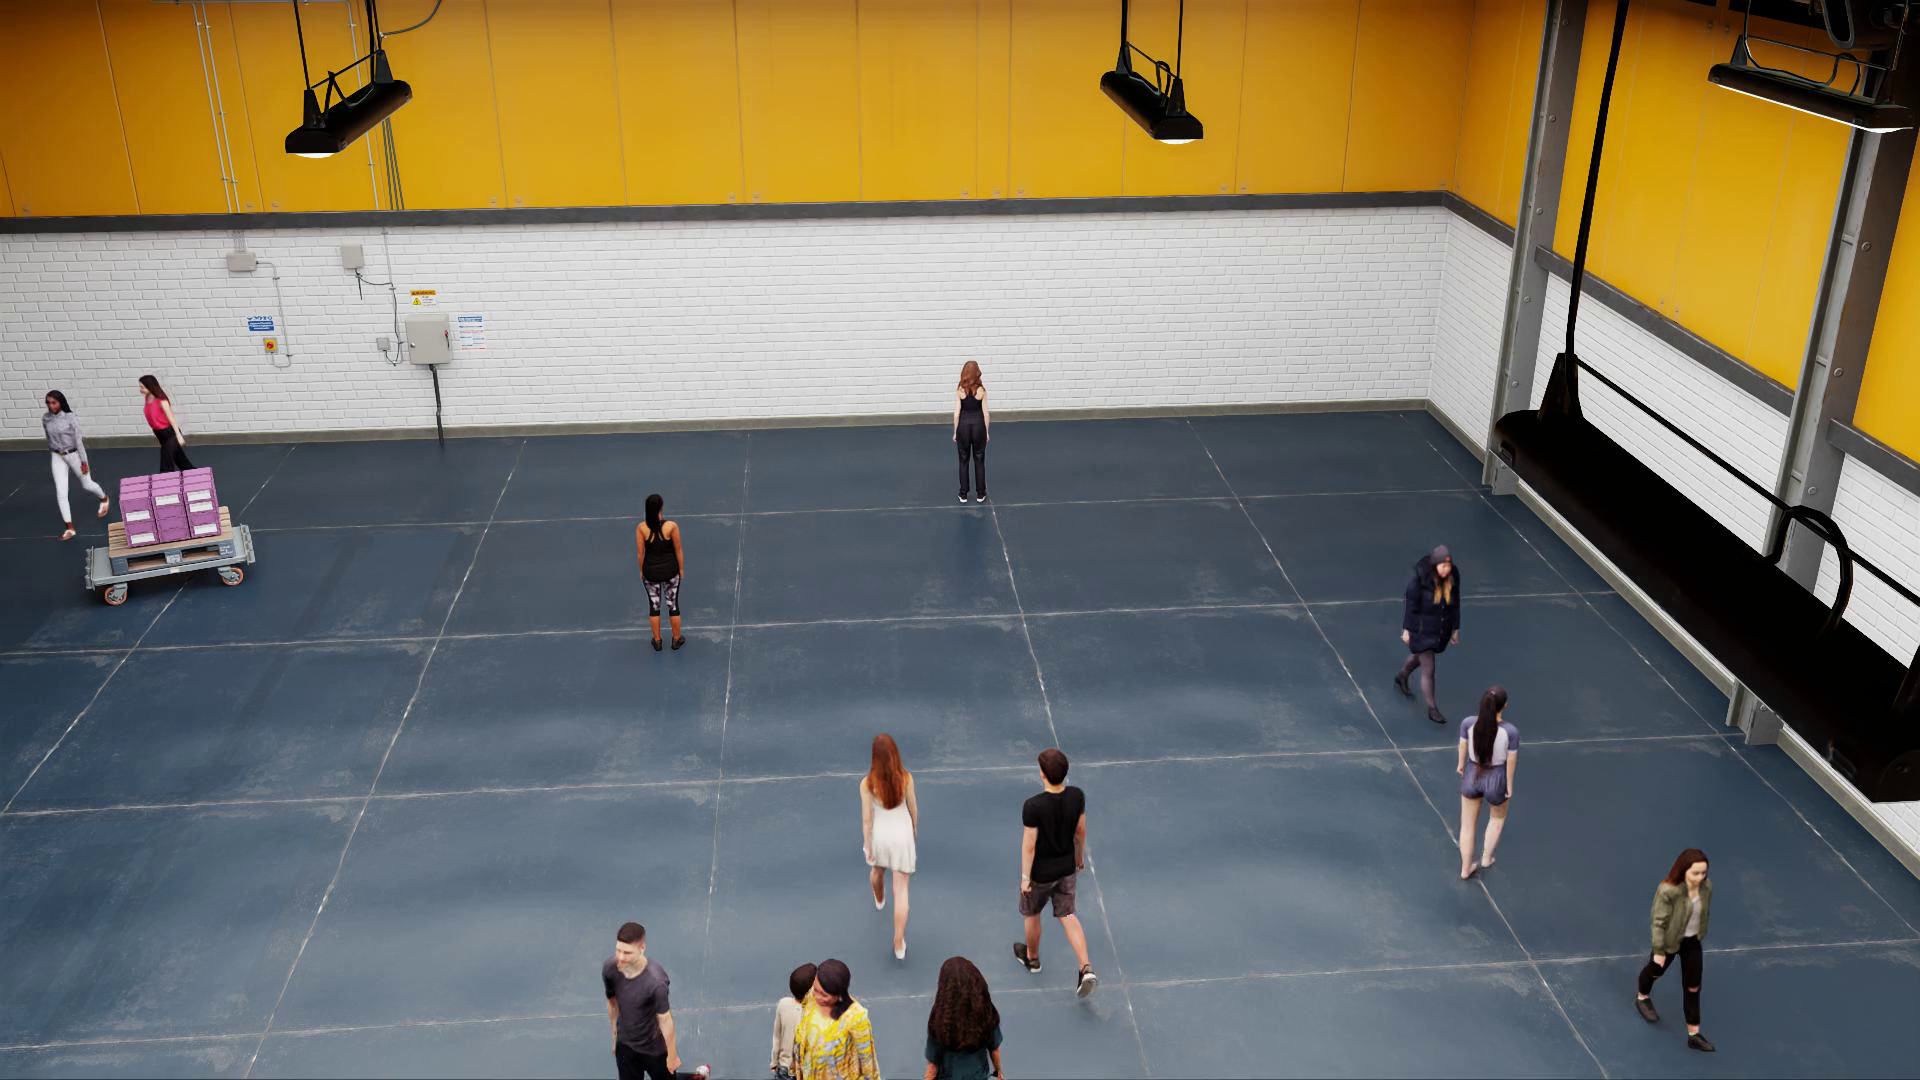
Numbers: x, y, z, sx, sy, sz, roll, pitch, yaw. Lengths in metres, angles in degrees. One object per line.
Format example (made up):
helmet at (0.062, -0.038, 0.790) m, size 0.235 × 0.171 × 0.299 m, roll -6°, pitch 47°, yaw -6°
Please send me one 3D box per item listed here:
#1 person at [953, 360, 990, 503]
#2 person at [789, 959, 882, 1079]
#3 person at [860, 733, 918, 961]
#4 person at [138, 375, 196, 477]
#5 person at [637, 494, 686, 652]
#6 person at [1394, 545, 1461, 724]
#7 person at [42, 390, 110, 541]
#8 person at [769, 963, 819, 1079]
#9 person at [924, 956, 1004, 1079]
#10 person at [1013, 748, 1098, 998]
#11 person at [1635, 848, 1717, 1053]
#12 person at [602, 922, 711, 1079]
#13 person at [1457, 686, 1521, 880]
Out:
person at (0.128, -1.306, 19.922) m, size 0.597 × 1.746 × 0.518 m, roll 0°, pitch 24°, yaw -1°
person at (-0.685, 3.138, 9.922) m, size 1.123 × 1.613 × 1.168 m, roll 20°, pitch 30°, yaw 37°
person at (-0.482, 2.210, 11.976) m, size 0.604 × 1.667 × 1.134 m, roll -1°, pitch 24°, yaw -2°
person at (-9.403, -1.207, 19.854) m, size 0.984 × 1.619 × 1.038 m, roll 20°, pitch 31°, yaw 38°
person at (-2.942, 0.300, 16.353) m, size 0.578 × 1.661 × 0.494 m, roll -2°, pitch 24°, yaw -6°
person at (4.251, 0.801, 15.245) m, size 0.827 × 1.632 × 1.174 m, roll -7°, pitch 25°, yaw -16°
person at (-10.174, -0.921, 19.115) m, size 0.682 × 1.686 × 1.177 m, roll 0°, pitch 24°, yaw 0°
person at (-0.996, 3.242, 9.914) m, size 0.890 × 1.428 × 1.097 m, roll 9°, pitch 25°, yaw 19°
person at (0.025, 3.224, 9.750) m, size 0.733 × 1.593 × 0.791 m, roll -4°, pitch 24°, yaw -8°
person at (0.679, 2.323, 11.506) m, size 0.954 × 1.838 × 1.203 m, roll -12°, pitch 26°, yaw -26°
person at (4.783, 2.662, 11.216) m, size 0.647 × 1.448 × 0.934 m, roll -5°, pitch 24°, yaw -10°
person at (-1.854, 2.996, 10.093) m, size 0.971 × 1.737 × 1.130 m, roll 12°, pitch 26°, yaw 26°
person at (3.998, 1.899, 12.726) m, size 0.756 × 1.637 × 0.807 m, roll 13°, pitch 27°, yaw 27°
